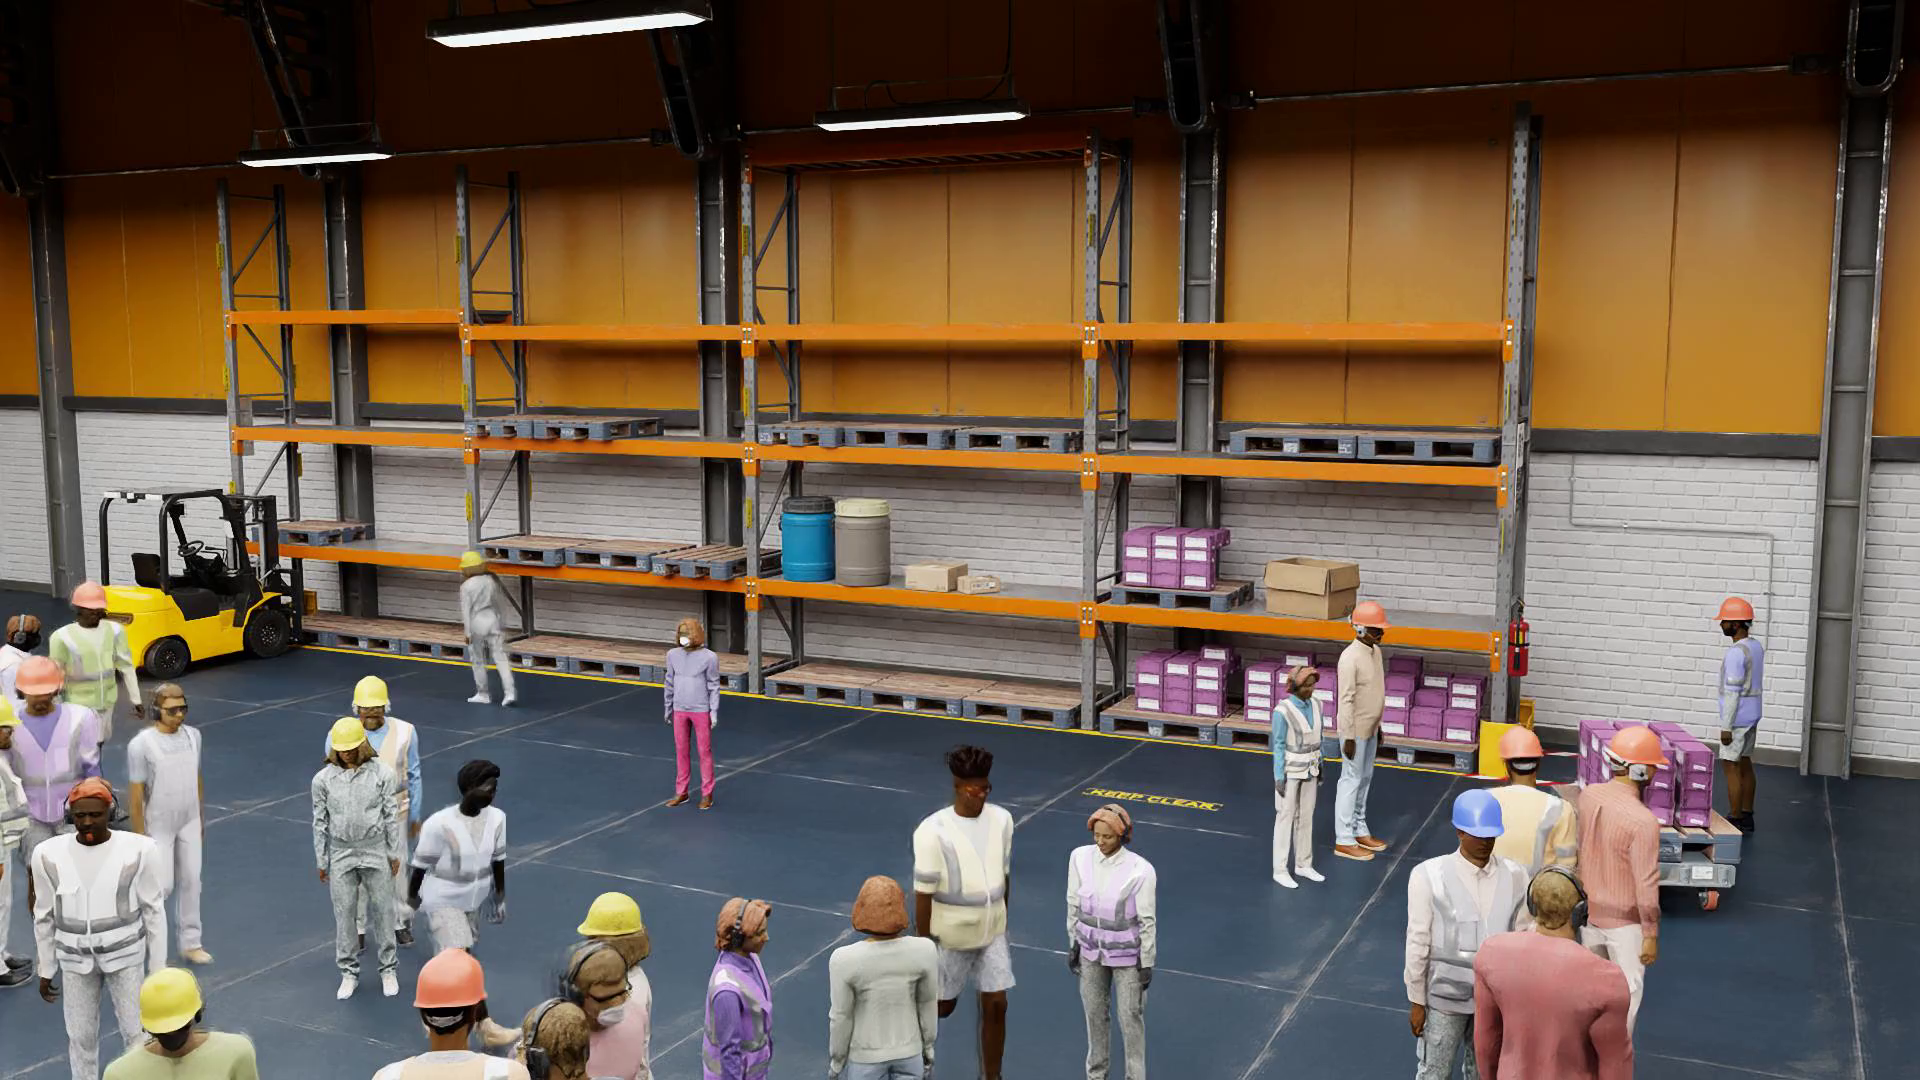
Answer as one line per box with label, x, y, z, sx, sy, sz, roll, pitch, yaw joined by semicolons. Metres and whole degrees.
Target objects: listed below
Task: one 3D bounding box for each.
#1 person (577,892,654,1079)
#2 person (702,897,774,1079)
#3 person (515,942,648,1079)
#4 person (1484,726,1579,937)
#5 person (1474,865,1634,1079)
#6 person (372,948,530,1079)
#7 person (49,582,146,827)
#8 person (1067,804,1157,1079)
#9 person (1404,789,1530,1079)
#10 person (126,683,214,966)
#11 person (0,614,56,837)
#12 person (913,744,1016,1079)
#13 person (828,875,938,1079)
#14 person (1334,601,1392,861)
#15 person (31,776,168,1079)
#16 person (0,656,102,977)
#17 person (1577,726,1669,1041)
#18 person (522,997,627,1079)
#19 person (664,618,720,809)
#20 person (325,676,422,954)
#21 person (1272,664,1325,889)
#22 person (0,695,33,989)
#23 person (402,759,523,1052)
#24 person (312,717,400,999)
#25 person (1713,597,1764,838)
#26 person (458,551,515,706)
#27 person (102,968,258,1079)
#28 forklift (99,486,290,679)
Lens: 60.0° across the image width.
person;-1.406;2.292;6.836;0.290;1.745;0.485;-3;8;-25
person;-0.944;2.316;7.107;0.319;1.631;0.524;0;7;0
person;-1.465;2.327;6.137;1.077;1.865;0.640;6;9;39
person;3.059;1.953;9.023;0.553;1.880;0.908;5;9;37
person;2.335;2.227;6.573;0.631;1.940;0.372;6;9;42
person;-1.712;2.349;5.676;0.540;1.920;0.420;0;7;-1
person;-7.047;1.341;13.660;1.015;1.992;0.624;4;8;33
person;0.781;2.144;8.549;0.505;1.630;0.323;5;9;36
person;2.336;2.091;7.654;0.602;1.949;0.387;-1;7;-11
person;-5.057;1.801;10.591;0.568;1.832;0.505;4;8;30
person;-7.362;1.494;13.100;0.429;1.831;0.635;-4;8;-29
person;-0.004;1.984;8.613;0.608;1.936;0.889;-5;8;-33
person;-0.338;2.282;7.357;0.502;1.636;0.280;-2;7;-20
person;3.101;1.452;12.792;0.399;1.988;0.613;5;8;35
person;-4.207;2.071;8.176;0.591;1.873;0.373;-1;7;-11
person;-5.798;1.705;10.598;0.632;2.020;0.694;-4;8;-27
person;3.459;1.947;8.718;0.411;1.985;0.628;-2;7;-13
person;-1.235;2.394;5.266;0.383;1.928;0.636;4;8;27
person;-2.280;1.465;14.119;0.507;1.633;0.276;2;7;17
person;-3.795;1.774;10.785;0.595;1.826;0.403;-3;7;-22
person;2.458;1.708;12.122;0.523;1.631;0.317;-6;9;-39
person;-5.931;1.847;10.214;0.403;1.818;0.604;-4;8;-31
person;-2.788;2.037;9.323;0.859;1.634;0.577;5;8;34
person;-3.639;1.912;10.043;0.489;1.728;0.323;-2;7;-16
person;6.205;1.417;13.329;0.385;1.929;0.552;6;9;43
person;-5.086;0.966;17.985;0.721;1.697;0.588;4;8;29
person;-2.825;2.384;6.103;0.528;1.740;0.430;-3;7;-22
forklift;-9.426;0.454;20.179;1.214;2.155;2.313;3;8;26
